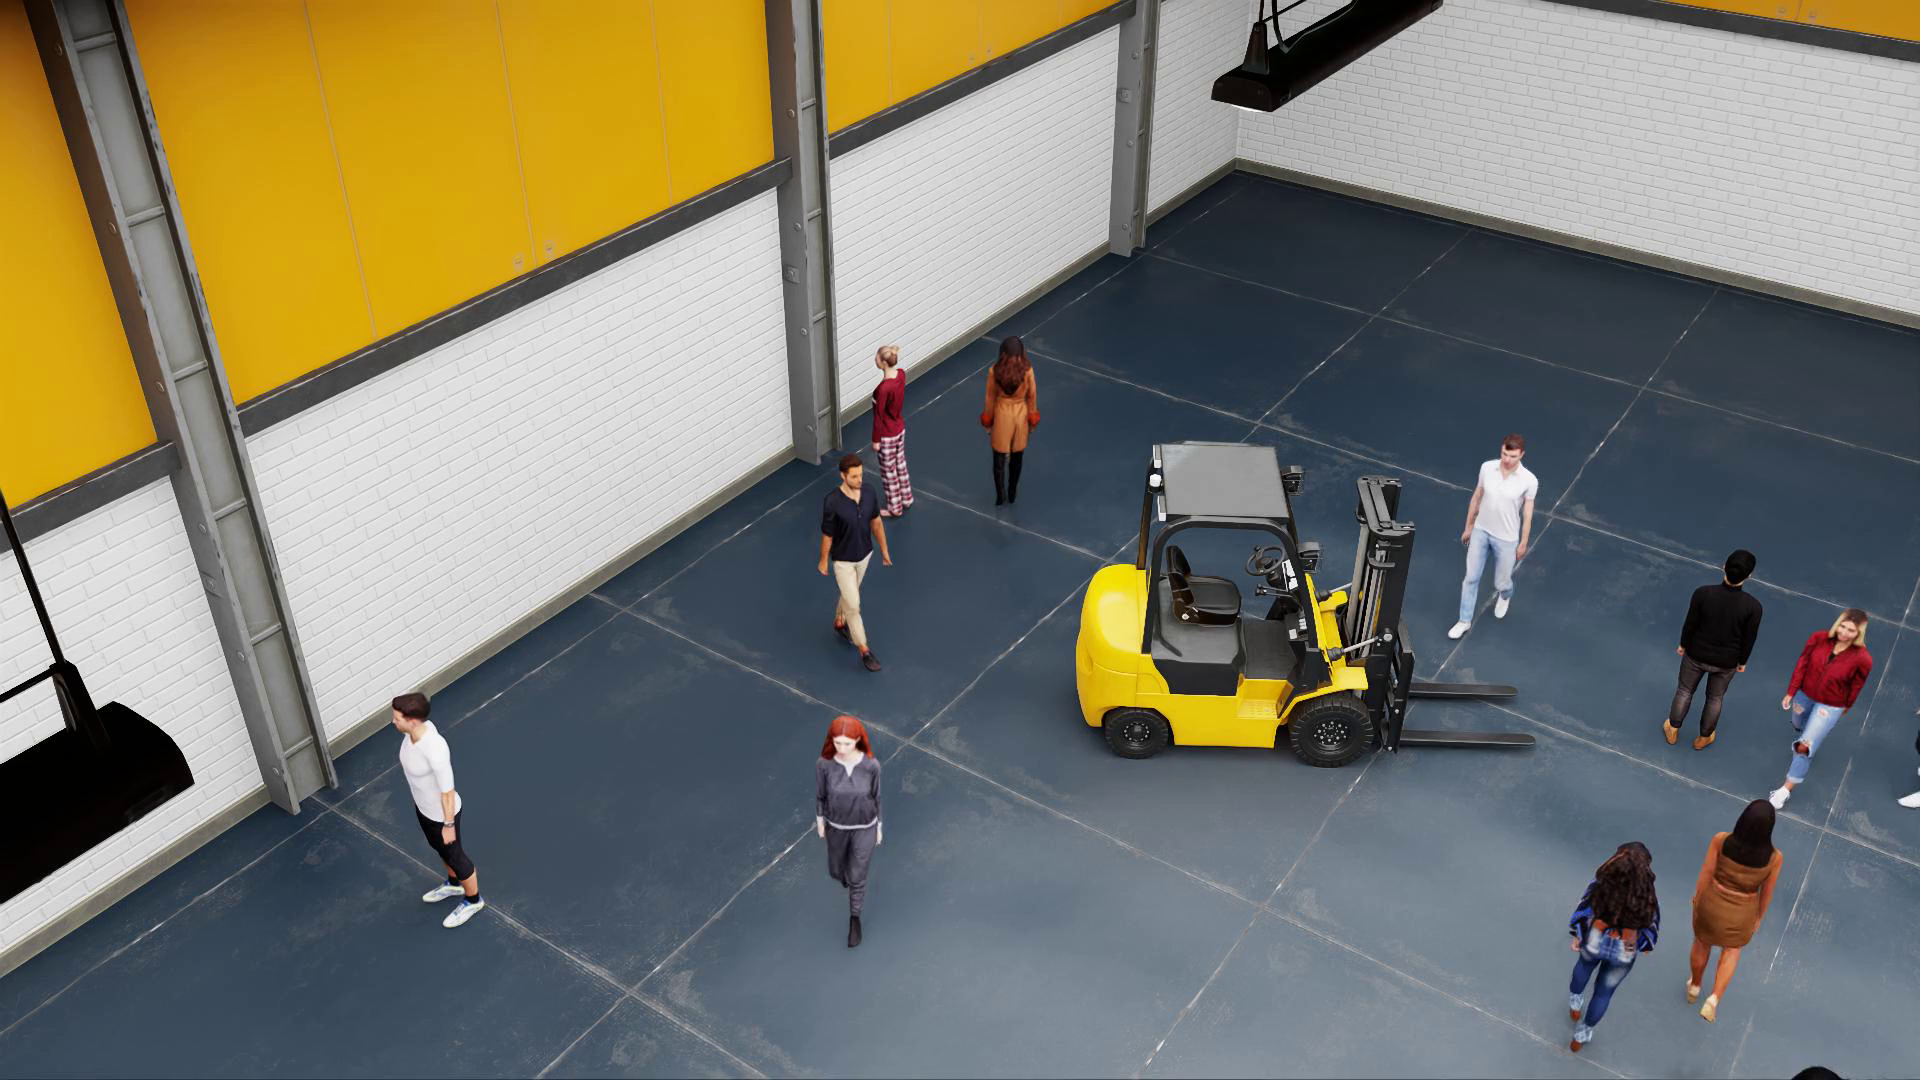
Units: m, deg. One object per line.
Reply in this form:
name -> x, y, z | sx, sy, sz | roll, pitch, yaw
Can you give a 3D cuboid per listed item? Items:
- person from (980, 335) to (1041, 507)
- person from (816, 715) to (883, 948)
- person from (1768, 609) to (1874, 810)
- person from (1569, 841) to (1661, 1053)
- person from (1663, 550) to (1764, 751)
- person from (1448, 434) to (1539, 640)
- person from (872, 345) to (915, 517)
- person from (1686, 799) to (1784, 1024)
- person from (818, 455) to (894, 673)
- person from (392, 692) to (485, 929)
person -> 0.465, -1.014, 15.035 | 0.925, 1.712, 1.008 | 2, 34, 3
person -> -0.689, 1.796, 10.759 | 0.830, 1.766, 0.960 | 2, 34, 3
person -> 6.192, 1.121, 11.926 | 1.170, 1.599, 0.829 | -23, 40, -30
person -> 3.850, 2.463, 9.895 | 0.619, 1.611, 0.671 | 22, 39, 29
person -> 5.564, 0.811, 12.279 | 0.671, 1.723, 0.580 | 16, 37, 22
person -> 4.372, -0.065, 13.487 | 0.705, 1.844, 0.938 | 25, 41, 32
person -> -0.629, -0.997, 15.024 | 0.725, 1.697, 0.550 | 13, 36, 18
person -> 4.638, 2.289, 10.095 | 0.627, 1.679, 0.796 | 15, 36, 21
person -> -0.928, 0.089, 13.274 | 1.032, 1.825, 0.928 | -24, 40, -31
person -> -3.397, 1.715, 10.805 | 0.652, 1.850, 0.729 | -24, 41, -32
